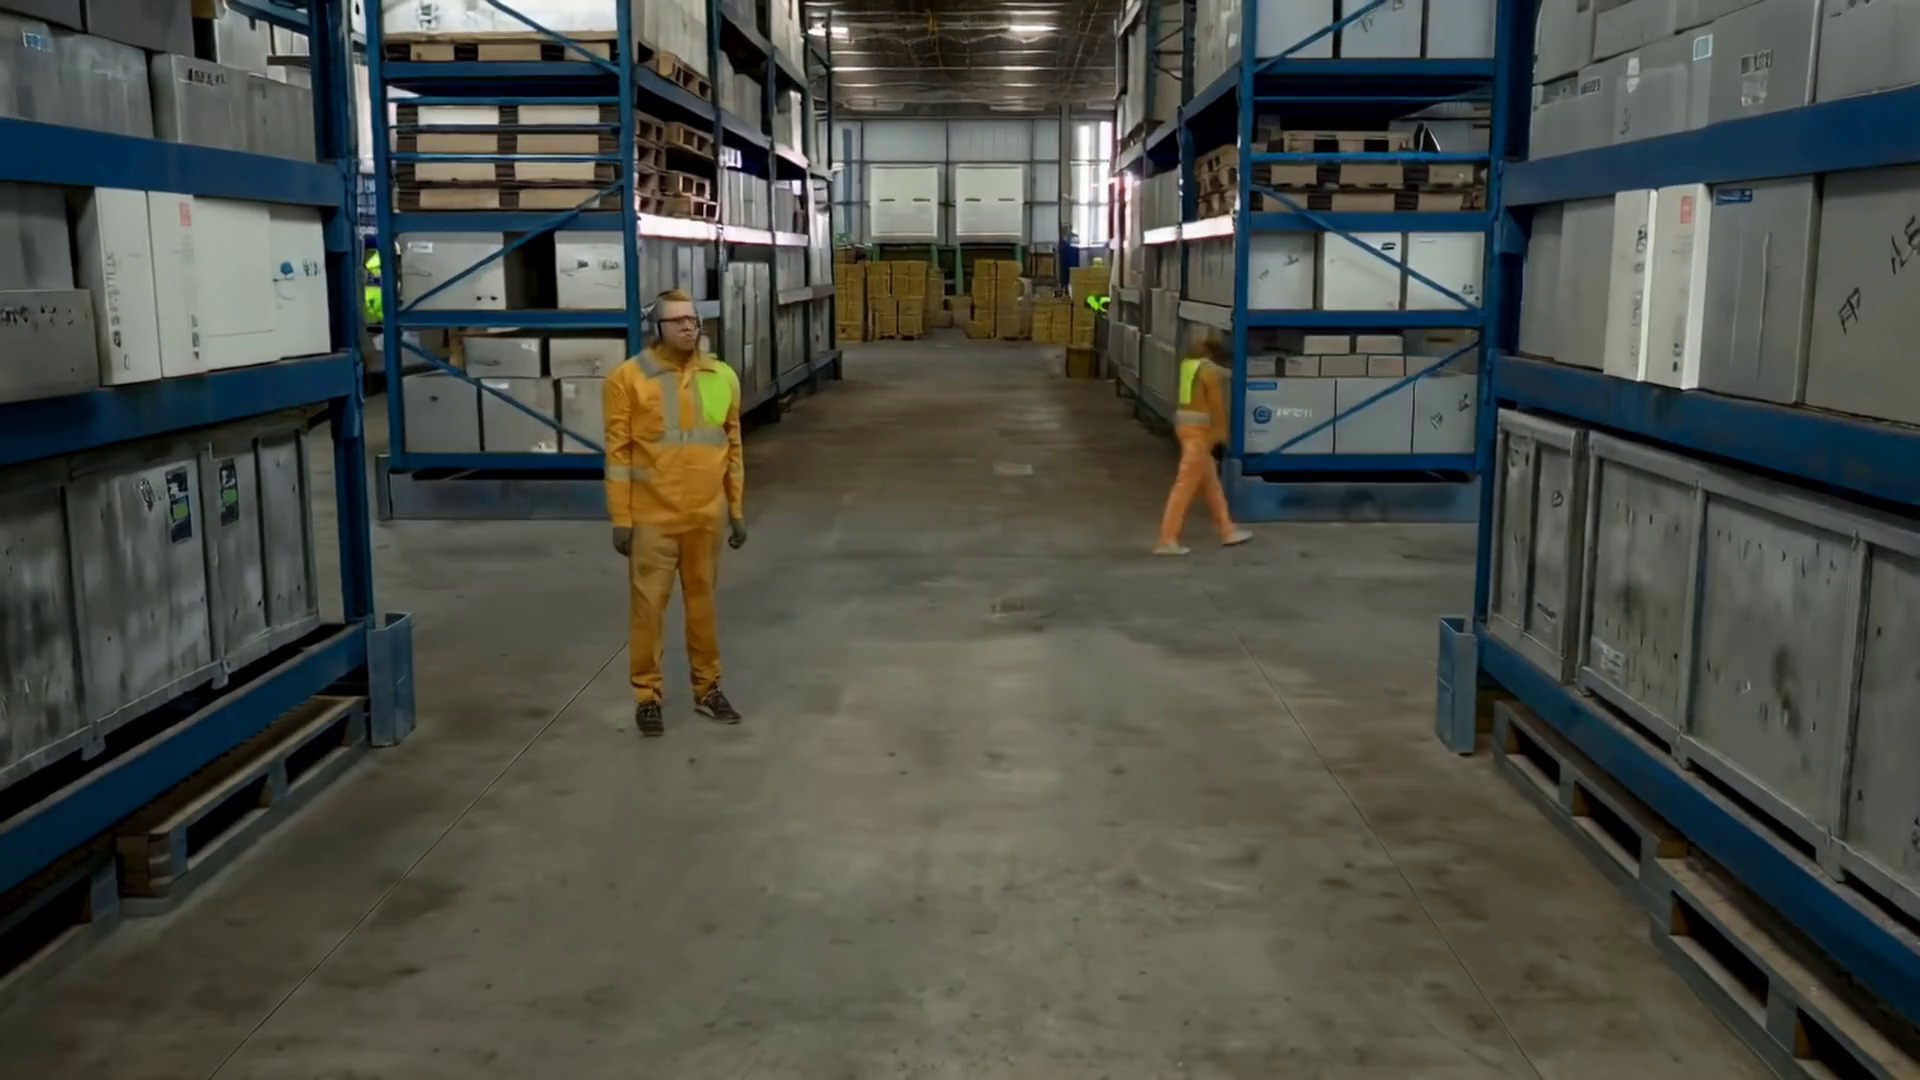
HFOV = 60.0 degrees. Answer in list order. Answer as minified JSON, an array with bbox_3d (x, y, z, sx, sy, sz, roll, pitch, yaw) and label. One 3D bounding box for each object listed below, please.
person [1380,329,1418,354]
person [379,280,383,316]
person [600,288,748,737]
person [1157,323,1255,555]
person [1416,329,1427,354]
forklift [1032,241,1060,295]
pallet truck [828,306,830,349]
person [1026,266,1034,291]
[{"bbox_3d":[4.971,-2.108,19.345,0.649,1.819,0.604,-8,12,-40],"label":"person"},{"bbox_3d":[-20.478,-8.724,59.346,0.536,1.699,0.321,2,10,12],"label":"person"},{"bbox_3d":[-1.211,-0.122,7.195,0.641,1.913,0.408,-6,11,-32],"label":"person"},{"bbox_3d":[1.736,-0.694,11.543,0.834,1.596,0.538,-2,10,-11],"label":"person"},{"bbox_3d":[5.283,-2.310,19.904,0.614,2.042,0.373,-3,10,-20],"label":"person"},{"bbox_3d":[3.181,-9.726,61.820,1.129,2.768,1.873,0,9,1],"label":"forklift"},{"bbox_3d":[-3.100,-3.940,29.800,1.885,1.965,0.823,3,10,19],"label":"pallet truck"},{"bbox_3d":[2.830,-9.627,64.236,0.587,1.878,0.340,-1,9,-3],"label":"person"}]
